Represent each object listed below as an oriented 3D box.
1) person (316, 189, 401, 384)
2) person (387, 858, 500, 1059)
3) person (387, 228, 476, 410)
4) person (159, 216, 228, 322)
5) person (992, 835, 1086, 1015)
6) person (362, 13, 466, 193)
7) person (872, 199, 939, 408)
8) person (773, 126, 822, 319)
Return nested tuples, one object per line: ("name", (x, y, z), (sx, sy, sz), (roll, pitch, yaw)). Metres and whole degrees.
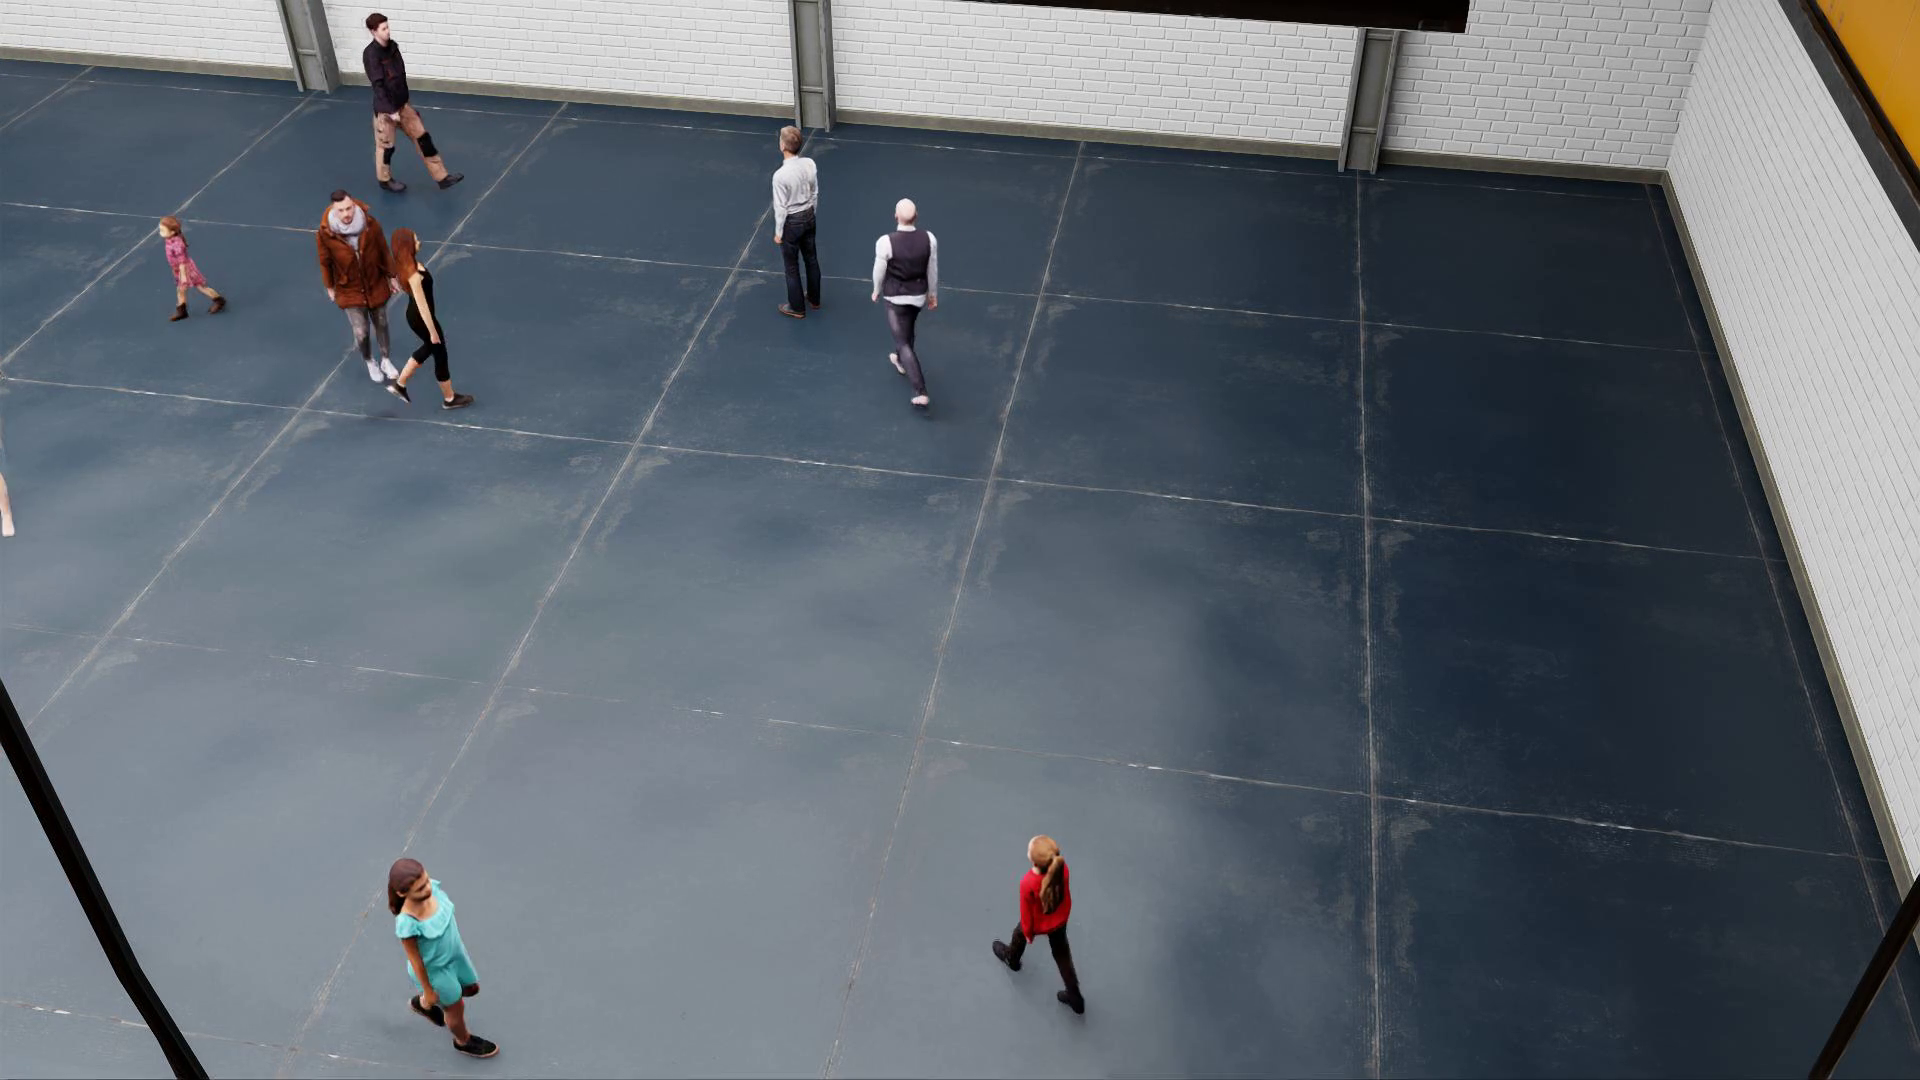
("person", (-5.128, -2.191, 14.180), (0.835, 1.821, 0.892), (-24, 45, -27))
("person", (-2.841, 2.234, 8.859), (0.763, 1.547, 0.573), (9, 40, 11))
("person", (-4.518, -1.797, 13.771), (0.999, 1.716, 0.906), (-20, 43, -23))
("person", (-7.045, -2.501, 15.217), (0.773, 1.011, 0.726), (-25, 45, -28))
("person", (0.510, 2.130, 9.224), (0.883, 1.254, 0.928), (-23, 44, -26))
("person", (-5.846, -4.393, 16.893), (1.221, 1.876, 0.802), (11, 40, 13))
("person", (-0.436, -1.943, 13.903), (1.243, 1.779, 1.220), (-18, 42, -22))
("person", (-1.477, -2.880, 15.043), (0.753, 1.820, 0.739), (30, 47, 32))
